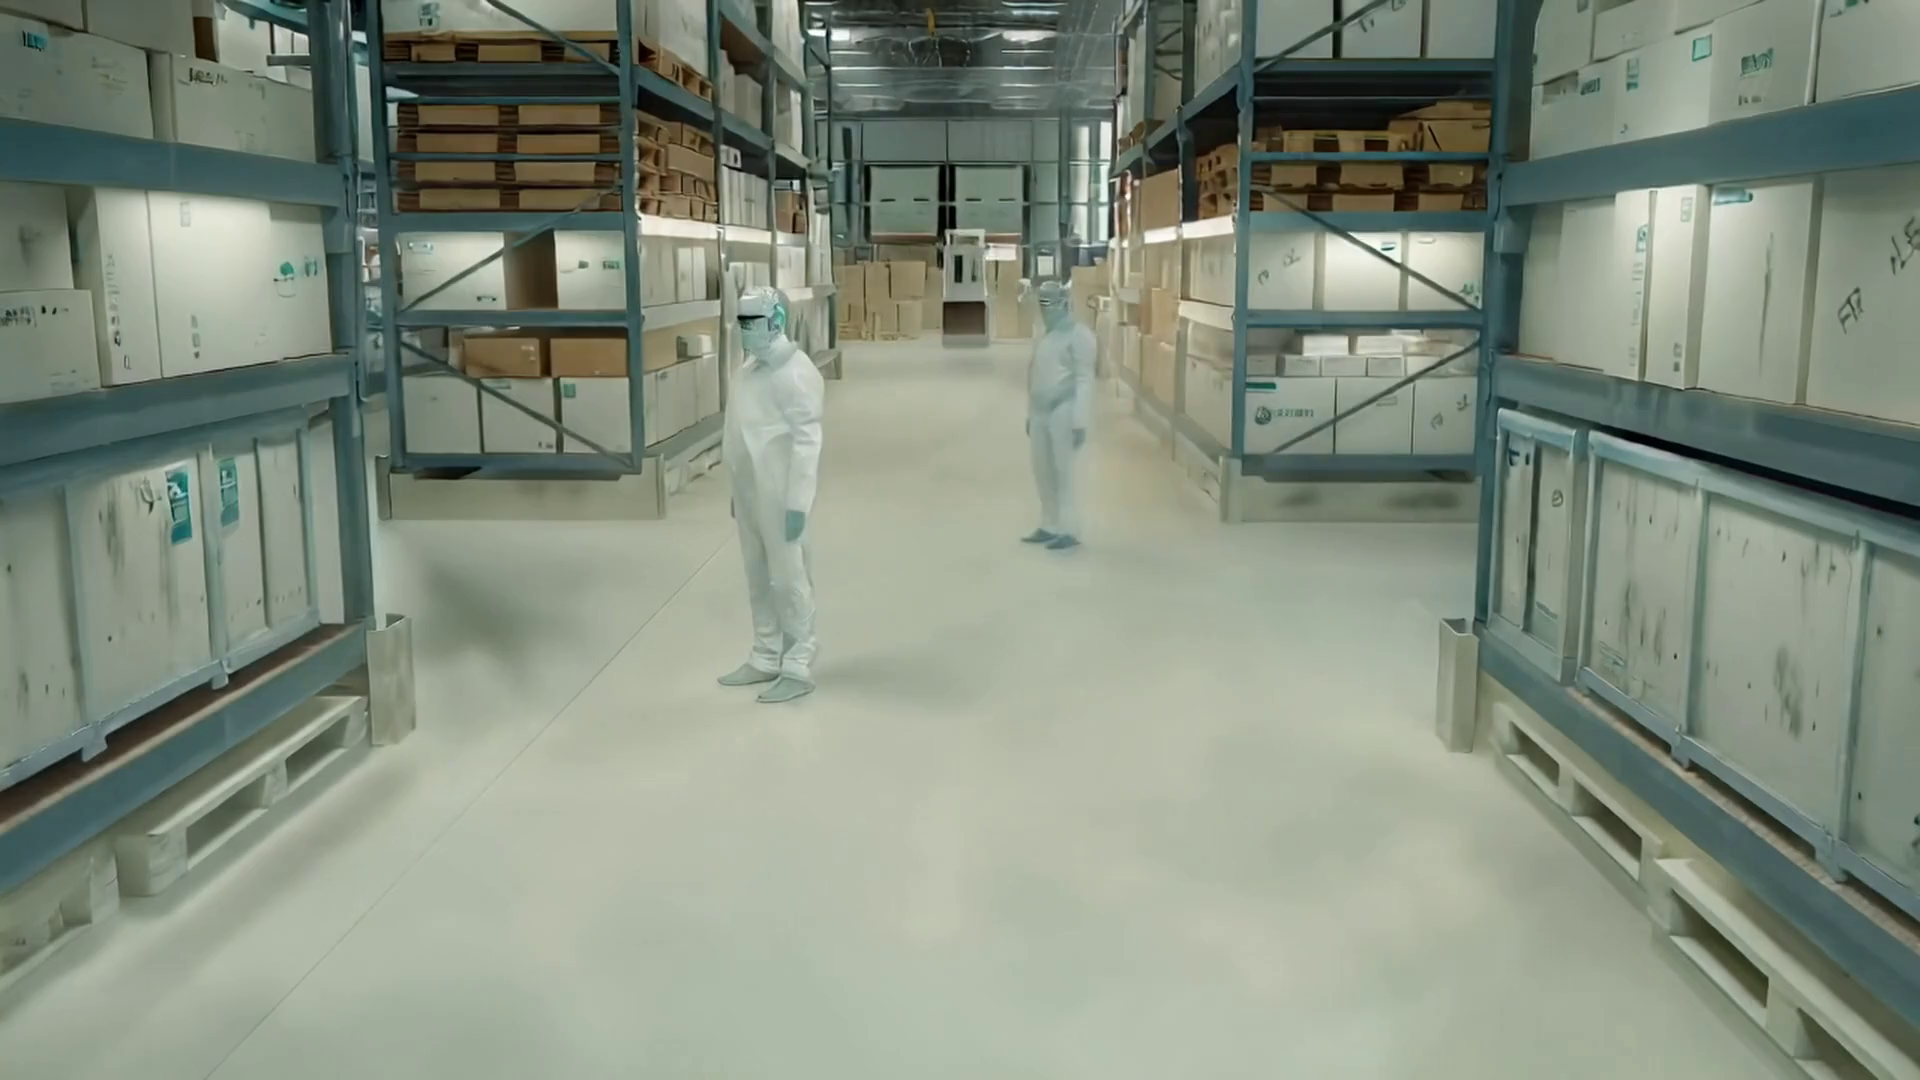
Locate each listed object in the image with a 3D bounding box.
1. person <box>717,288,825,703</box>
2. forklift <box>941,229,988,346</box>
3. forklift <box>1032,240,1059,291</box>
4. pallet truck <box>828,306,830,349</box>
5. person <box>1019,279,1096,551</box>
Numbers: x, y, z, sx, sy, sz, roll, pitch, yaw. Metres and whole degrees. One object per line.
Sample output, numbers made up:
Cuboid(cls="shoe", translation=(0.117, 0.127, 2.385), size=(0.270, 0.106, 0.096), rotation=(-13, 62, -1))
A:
Cuboid(cls="person", translation=(-0.897, -0.209, 7.726), size=(0.409, 1.908, 0.639), rotation=(-7, 12, -35))
Cuboid(cls="forklift", translation=(0.124, -6.117, 40.203), size=(1.129, 2.768, 1.873), rotation=(0, 9, 1))
Cuboid(cls="forklift", translation=(3.172, -9.648, 61.356), size=(1.129, 2.768, 1.873), rotation=(0, 9, 1))
Cuboid(cls="pallet truck", translation=(-3.100, -3.940, 29.800), size=(1.885, 1.965, 0.823), rotation=(3, 10, 19))
Cuboid(cls="person", translation=(0.664, -0.881, 11.763), size=(0.403, 1.904, 0.651), rotation=(-7, 12, -34))
